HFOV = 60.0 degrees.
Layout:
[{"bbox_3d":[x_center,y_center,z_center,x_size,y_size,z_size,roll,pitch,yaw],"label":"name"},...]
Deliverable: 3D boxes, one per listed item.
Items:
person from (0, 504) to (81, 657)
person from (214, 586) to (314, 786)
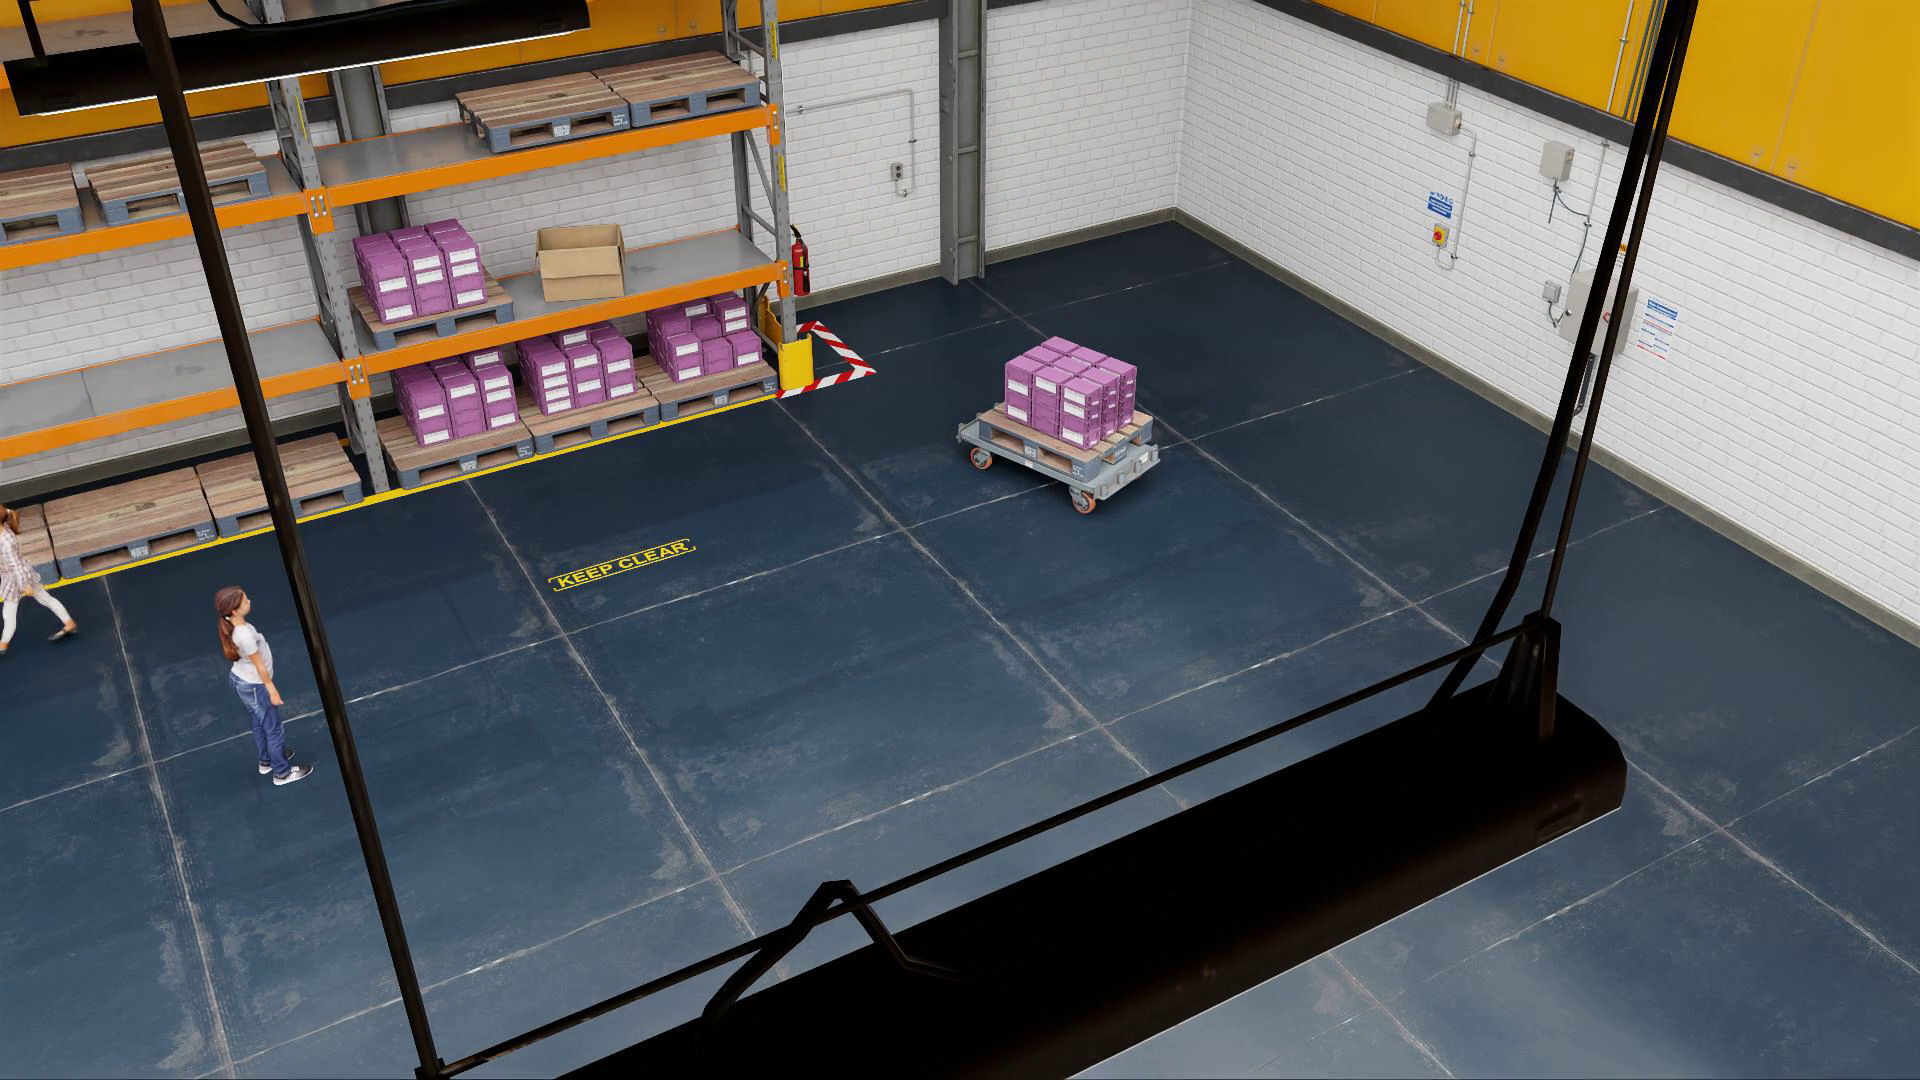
[{"bbox_3d":[-6.989,0.273,12.482,0.909,1.266,0.530,-18,38,-25],"label":"person"},{"bbox_3d":[-4.740,0.960,11.181,0.590,1.563,0.599,28,42,35],"label":"person"}]
